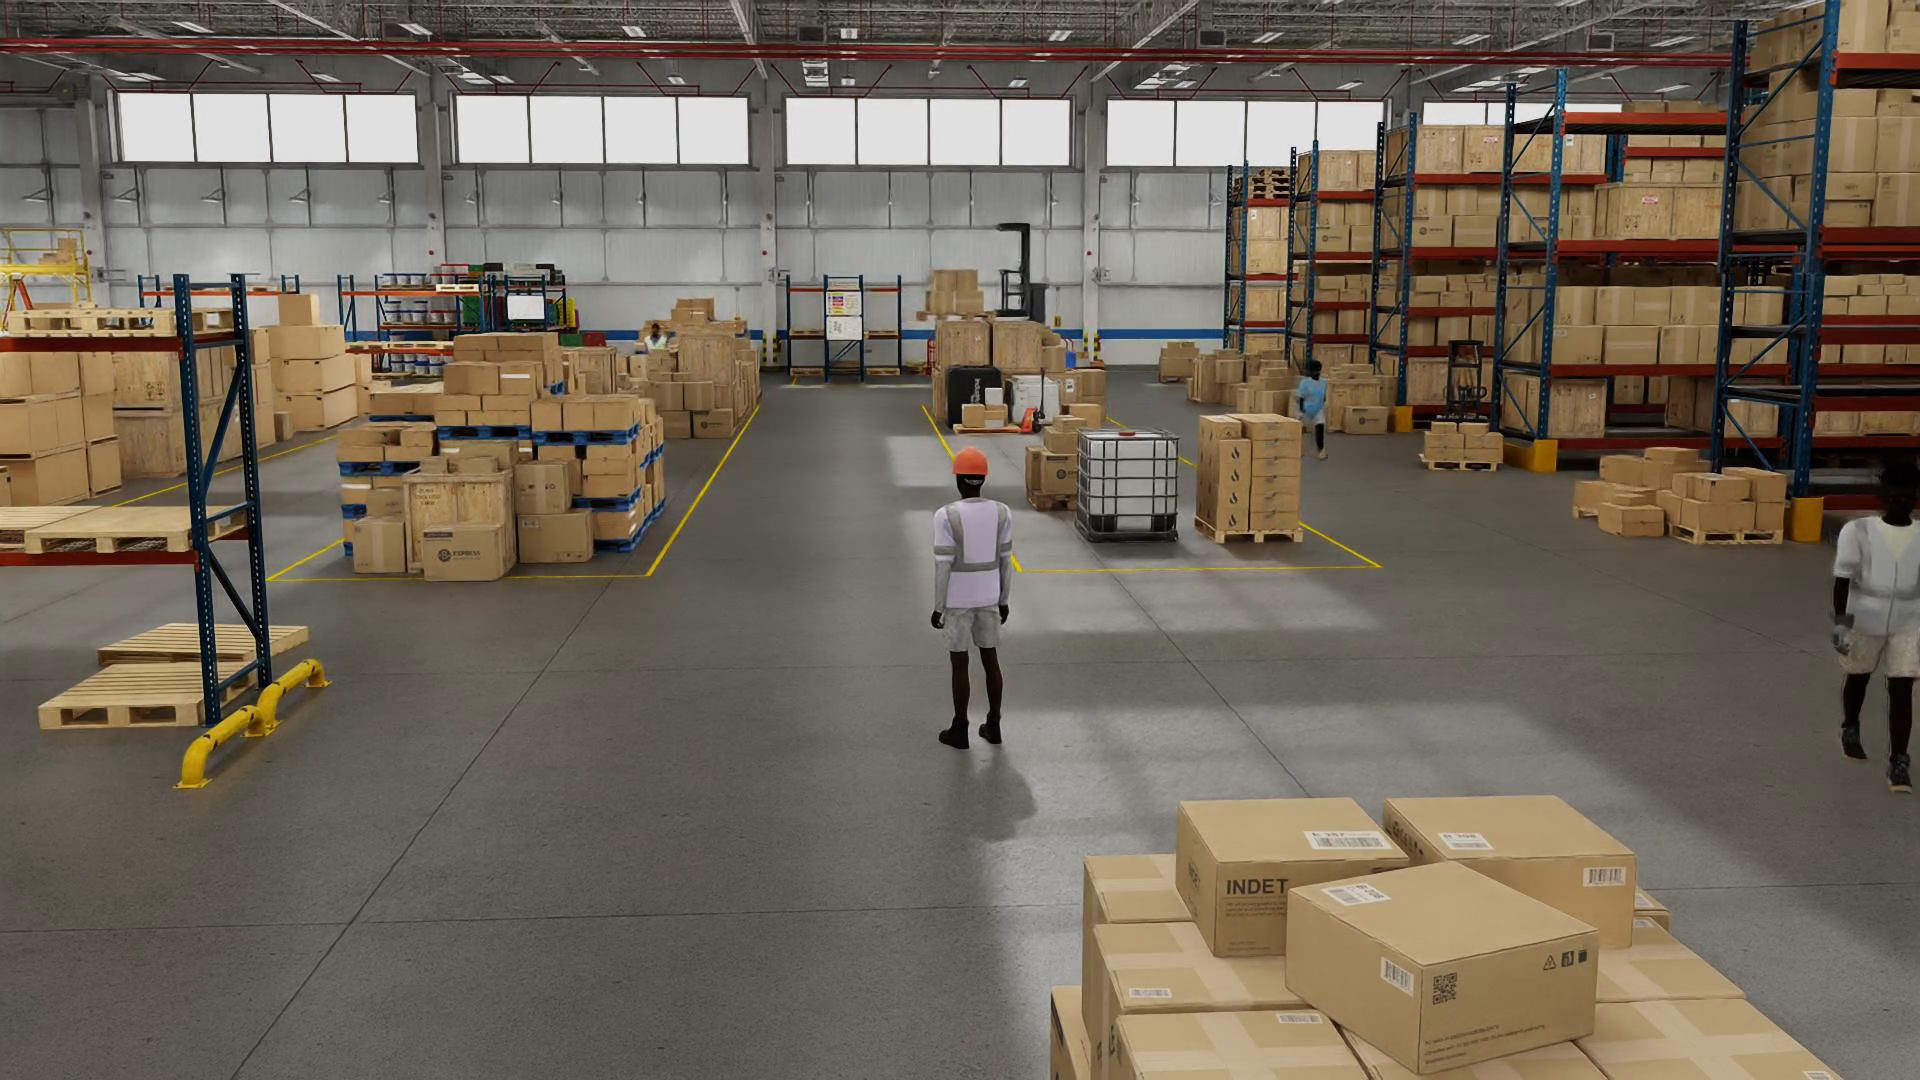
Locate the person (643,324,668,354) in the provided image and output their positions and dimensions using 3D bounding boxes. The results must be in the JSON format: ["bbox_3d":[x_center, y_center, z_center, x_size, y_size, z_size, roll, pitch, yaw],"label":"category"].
[{"bbox_3d":[-7.360,-4.288,40.223,0.622,1.840,1.118,1,9,4],"label":"person"}]

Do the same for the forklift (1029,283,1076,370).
[{"bbox_3d":[1.978,-5.133,42.259,1.873,2.768,1.129,-1,9,-4],"label":"forklift"}]

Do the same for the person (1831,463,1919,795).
[{"bbox_3d":[5.560,0.486,10.012,0.610,1.924,1.000,3,10,19],"label":"person"}]

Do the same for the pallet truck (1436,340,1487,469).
[{"bbox_3d":[8.004,-2.170,26.422,0.823,1.965,1.885,2,9,14],"label":"pallet truck"}]

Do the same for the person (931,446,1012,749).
[{"bbox_3d":[0.061,0.367,10.674,0.553,1.935,0.365,-5,10,-26],"label":"person"}]

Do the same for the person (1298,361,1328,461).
[{"bbox_3d":[5.763,-2.142,27.364,0.536,1.639,0.928,-3,9,-16],"label":"person"}]
